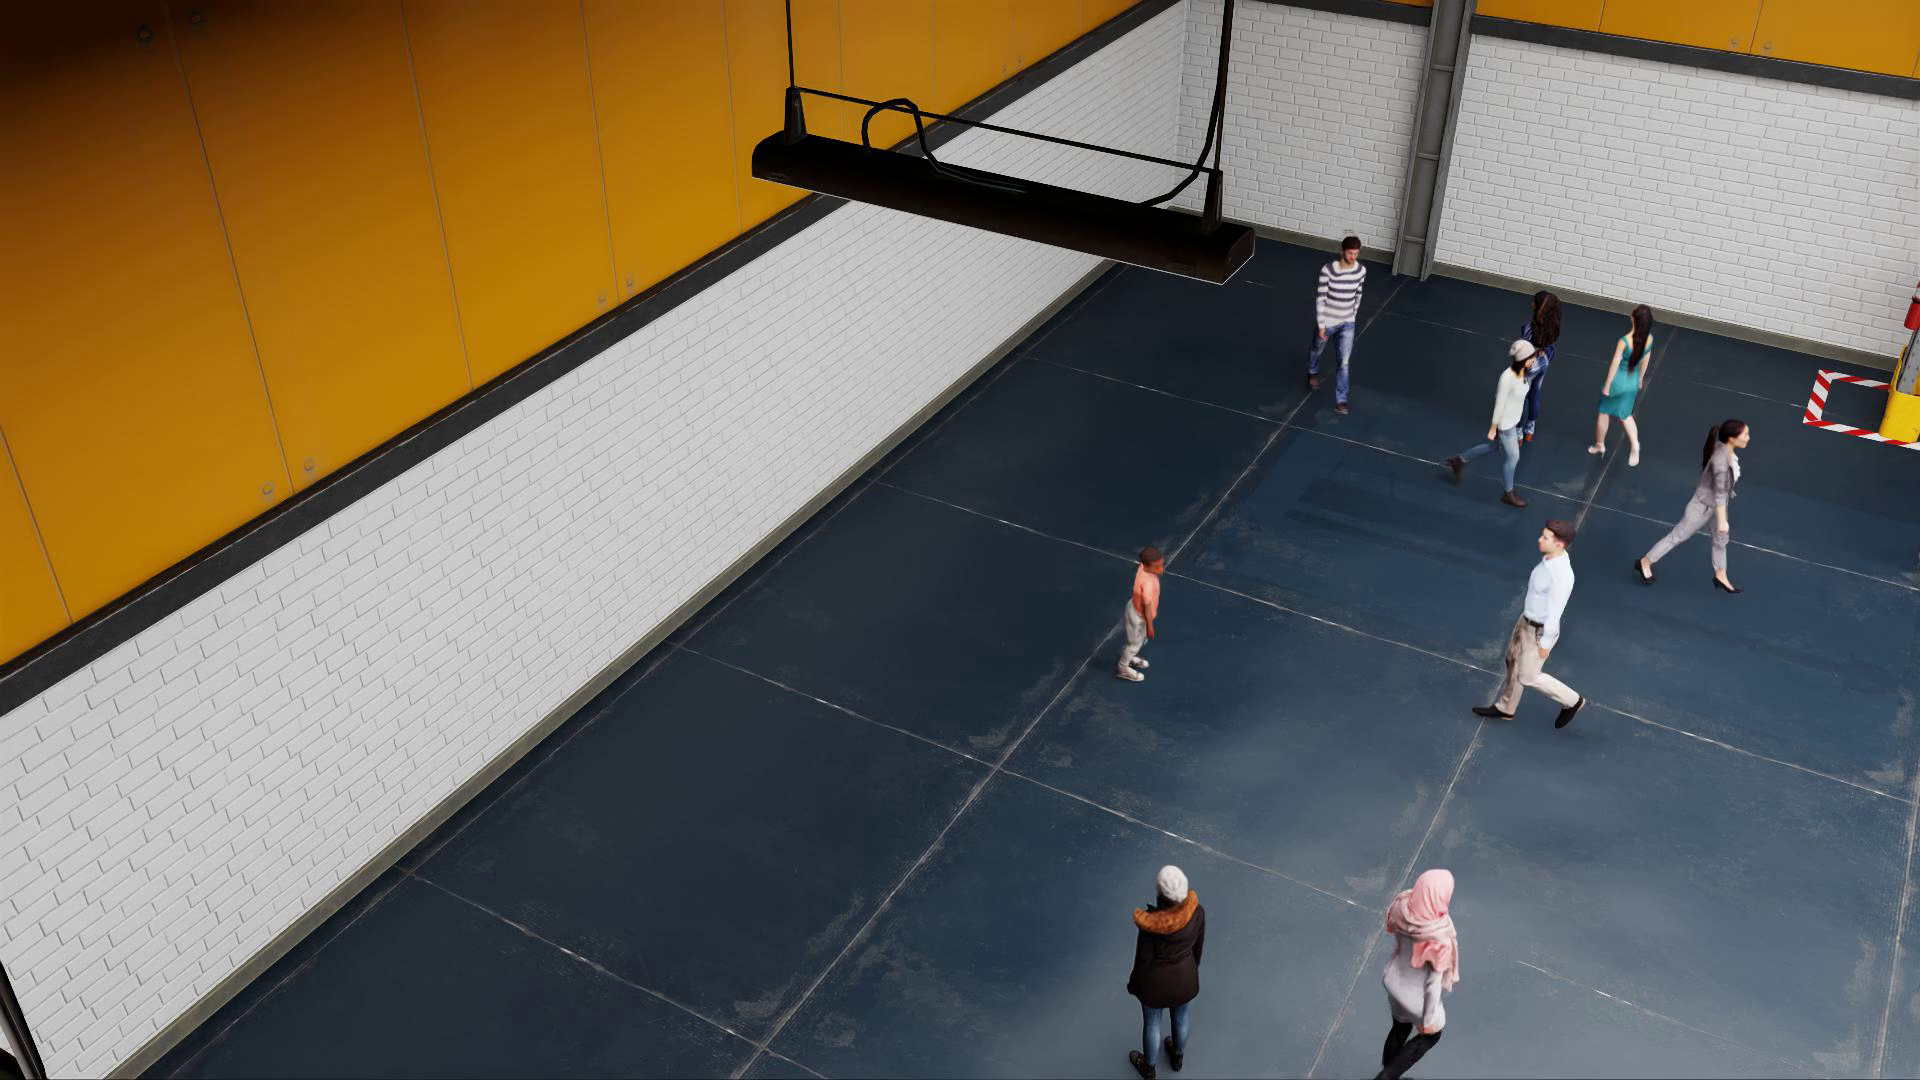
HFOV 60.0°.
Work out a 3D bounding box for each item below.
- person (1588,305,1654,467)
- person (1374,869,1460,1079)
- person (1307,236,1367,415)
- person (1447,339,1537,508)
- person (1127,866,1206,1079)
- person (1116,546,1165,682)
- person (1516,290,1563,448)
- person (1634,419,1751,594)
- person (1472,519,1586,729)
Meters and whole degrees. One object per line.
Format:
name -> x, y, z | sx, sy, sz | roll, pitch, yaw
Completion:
person -> 6.267, -1.410, 15.631 | 0.892, 1.669, 0.955 | -9, 35, -14
person -> 2.499, 2.602, 9.486 | 0.866, 1.791, 0.809 | -14, 36, -20
person -> 3.746, -2.238, 16.768 | 1.253, 1.790, 1.137 | -1, 34, -1
person -> 4.918, -1.107, 15.227 | 1.043, 1.613, 0.664 | 23, 40, 30
person -> 1.211, 2.536, 9.725 | 0.747, 1.636, 0.796 | -11, 35, -16
person -> 1.368, 0.557, 13.017 | 0.622, 1.287, 0.585 | -1, 34, -2
person -> 5.521, -1.668, 16.066 | 0.701, 1.618, 0.704 | -19, 38, -27
person -> 6.154, -0.262, 13.941 | 1.087, 1.629, 0.611 | 17, 37, 24
person -> 4.377, 0.659, 12.374 | 1.107, 1.830, 0.886 | 5, 34, 7
